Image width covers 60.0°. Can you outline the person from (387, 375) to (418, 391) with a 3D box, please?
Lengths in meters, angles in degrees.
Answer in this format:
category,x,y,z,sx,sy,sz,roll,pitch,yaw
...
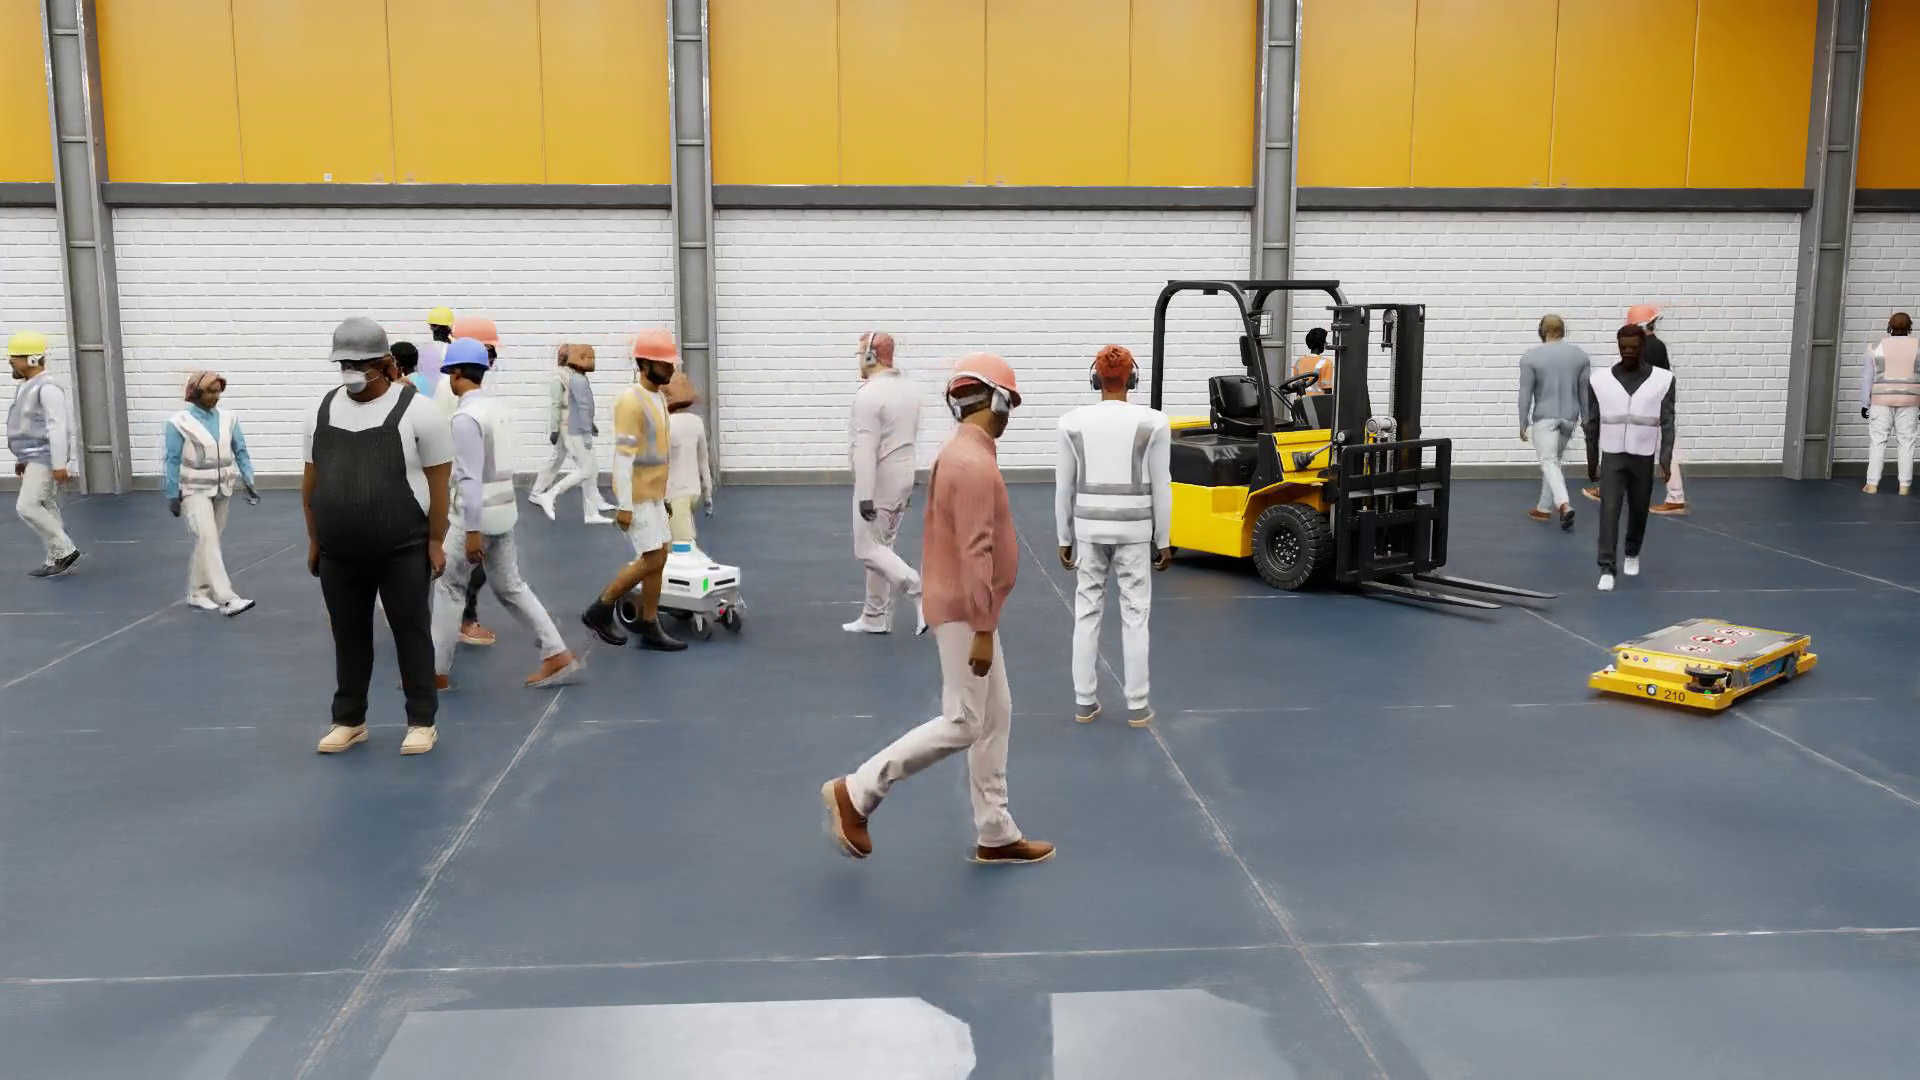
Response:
category,x,y,z,sx,sy,sz,roll,pitch,yaw
person,-3.477,-0.226,10.291,0.443,1.611,0.536,6,11,31

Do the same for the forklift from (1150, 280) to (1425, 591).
category,x,y,z,sx,sy,sz,roll,pitch,yaw
forklift,2.301,-0.860,12.475,1.214,2.155,2.313,-6,11,-35

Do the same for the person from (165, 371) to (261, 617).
category,x,y,z,sx,sy,sz,roll,pitch,yaw
person,-4.830,-0.292,10.812,0.844,1.592,0.505,5,10,27

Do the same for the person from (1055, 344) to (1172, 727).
category,x,y,z,sx,sy,sz,roll,pitch,yaw
person,0.752,-0.016,8.180,0.579,1.879,0.349,3,9,17

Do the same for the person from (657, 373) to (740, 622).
category,x,y,z,sx,sy,sz,roll,pitch,yaw
person,-1.759,-0.276,10.670,0.827,1.599,0.504,4,10,24

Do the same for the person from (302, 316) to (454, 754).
category,x,y,z,sx,sy,sz,roll,pitch,yaw
person,-2.706,-0.013,7.642,0.688,2.000,0.536,1,9,4

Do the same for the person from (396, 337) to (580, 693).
category,x,y,z,sx,sy,sz,roll,pitch,yaw
person,-2.506,-0.126,8.828,0.934,1.898,0.620,0,9,3

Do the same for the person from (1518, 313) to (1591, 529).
category,x,y,z,sx,sy,sz,roll,pitch,yaw
person,5.259,-1.047,14.619,0.649,1.898,0.921,-1,9,-7

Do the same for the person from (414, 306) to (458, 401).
category,x,y,z,sx,sy,sz,roll,pitch,yaw
person,-4.760,-1.184,15.349,0.586,1.928,0.365,4,10,26

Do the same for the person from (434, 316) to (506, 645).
category,x,y,z,sx,sy,sz,roll,pitch,yaw
person,-2.908,-0.340,9.908,0.525,1.972,0.645,0,9,-2

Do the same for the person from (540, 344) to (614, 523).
category,x,y,z,sx,sy,sz,roll,pitch,yaw
person,-3.404,-0.931,14.722,0.546,1.611,0.513,-1,9,-9

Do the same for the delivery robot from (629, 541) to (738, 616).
category,x,y,z,sx,sy,sz,roll,pitch,yaw
delivery robot,-1.715,0.253,10.326,0.707,0.478,0.477,6,11,34

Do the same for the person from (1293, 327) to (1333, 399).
category,x,y,z,sx,sy,sz,roll,pitch,yaw
person,3.573,-1.301,16.829,0.320,1.694,0.532,-5,10,-27

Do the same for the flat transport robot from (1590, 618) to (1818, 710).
category,x,y,z,sx,sy,sz,roll,pitch,yaw
flat transport robot,4.058,0.649,9.019,1.431,0.197,0.652,-9,13,-44

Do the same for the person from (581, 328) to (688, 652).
category,x,y,z,sx,sy,sz,roll,pitch,yaw
person,-1.861,-0.273,9.681,0.575,1.914,0.557,1,9,7

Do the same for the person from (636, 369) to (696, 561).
category,x,y,z,sx,sy,sz,roll,pitch,yaw
person,-1.951,-0.321,10.875,0.593,1.620,0.373,9,12,43

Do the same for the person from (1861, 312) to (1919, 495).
category,x,y,z,sx,sy,sz,roll,pitch,yaw
person,9.445,-1.375,16.814,0.626,1.846,0.429,4,10,22

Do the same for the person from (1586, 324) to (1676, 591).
category,x,y,z,sx,sy,sz,roll,pitch,yaw
person,4.812,-0.617,11.972,0.595,1.886,0.947,3,10,20

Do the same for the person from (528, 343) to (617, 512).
category,x,y,z,sx,sy,sz,roll,pitch,yaw
person,-3.703,-1.059,15.622,0.891,1.588,0.507,1,9,6

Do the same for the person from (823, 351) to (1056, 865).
category,x,y,z,sx,sy,sz,roll,pitch,yaw
person,-0.073,0.274,6.203,0.805,1.941,0.656,-1,9,-4

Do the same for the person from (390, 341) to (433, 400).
category,x,y,z,sx,sy,sz,roll,pitch,yaw
person,-4.488,-0.838,13.980,0.619,1.669,0.568,1,9,5

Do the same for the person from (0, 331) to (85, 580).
category,x,y,z,sx,sy,sz,roll,pitch,yaw
person,-6.662,-0.597,12.026,0.426,1.818,0.600,-7,12,-39

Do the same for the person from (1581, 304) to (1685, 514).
category,x,y,z,sx,sy,sz,roll,pitch,yaw
person,6.339,-1.221,15.540,1.020,1.926,0.645,6,11,32

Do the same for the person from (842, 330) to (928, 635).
category,x,y,z,sx,sy,sz,roll,pitch,yaw
person,-0.414,-0.325,10.096,0.674,1.886,0.639,4,10,26
